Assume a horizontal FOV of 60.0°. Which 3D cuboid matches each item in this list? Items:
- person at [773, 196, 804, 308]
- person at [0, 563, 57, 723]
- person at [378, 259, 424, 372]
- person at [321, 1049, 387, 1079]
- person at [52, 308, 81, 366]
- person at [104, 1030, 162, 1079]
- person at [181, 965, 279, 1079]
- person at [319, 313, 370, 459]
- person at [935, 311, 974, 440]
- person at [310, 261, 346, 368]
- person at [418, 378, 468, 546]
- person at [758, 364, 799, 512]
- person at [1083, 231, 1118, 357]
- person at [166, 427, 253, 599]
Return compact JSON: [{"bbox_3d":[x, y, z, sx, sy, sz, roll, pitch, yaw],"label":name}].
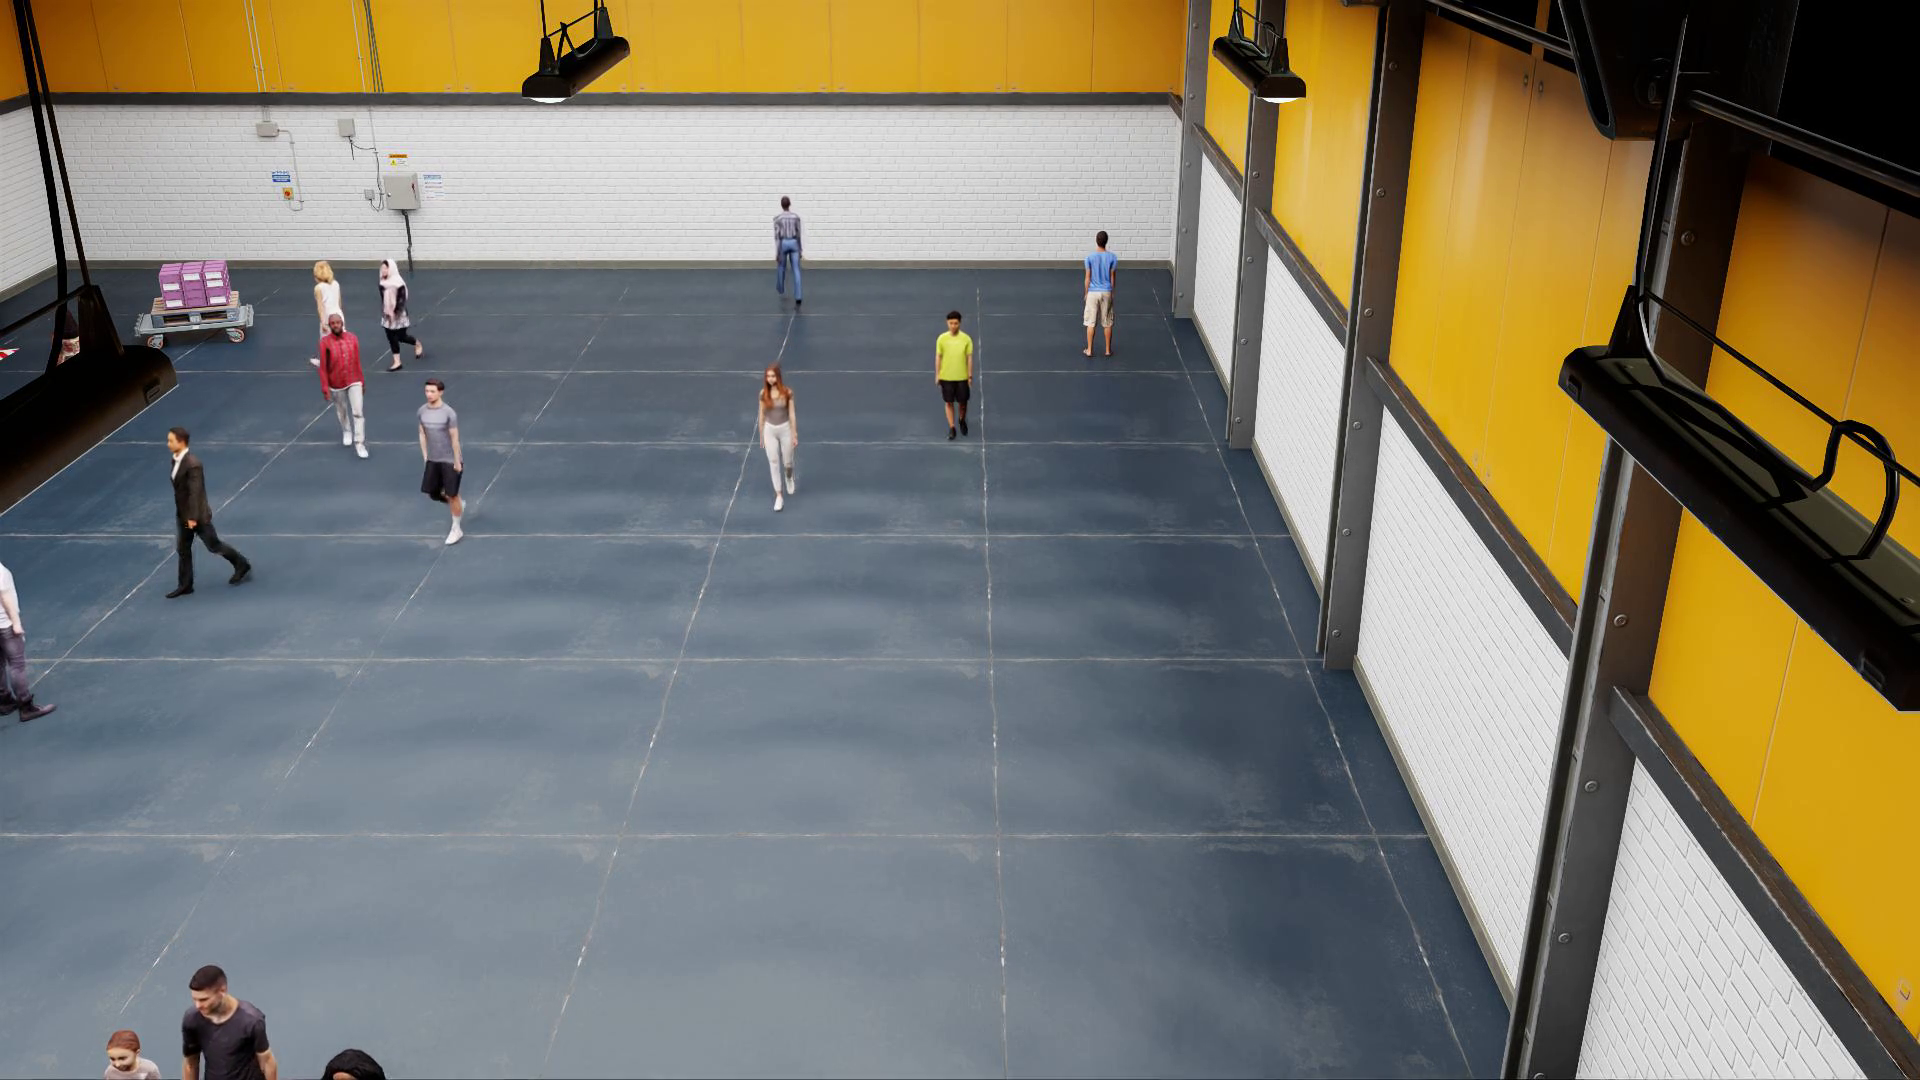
[{"bbox_3d":[-2.768,-4.645,27.088,0.940,1.717,1.315,-8,25,-17],"label":"person"},{"bbox_3d":[-8.490,0.718,14.679,0.750,1.831,0.764,14,27,28],"label":"person"},{"bbox_3d":[-8.119,-3.275,24.073,0.862,1.622,0.993,12,26,26],"label":"person"},{"bbox_3d":[-3.040,3.365,8.616,0.633,1.837,0.510,0,24,-1],"label":"person"},{"bbox_3d":[-11.539,-2.245,21.716,0.725,1.623,0.725,-14,27,-30],"label":"person"},{"bbox_3d":[-4.702,3.308,9.548,0.499,1.194,0.495,-3,24,-7],"label":"person"},{"bbox_3d":[-4.028,3.071,9.399,0.675,1.747,0.651,3,24,7],"label":"person"},{"bbox_3d":[-7.764,-1.989,20.935,1.021,1.779,1.297,-10,26,-22],"label":"person"},{"bbox_3d":[-0.075,-2.147,21.401,0.653,1.696,0.679,2,24,4],"label":"person"},{"bbox_3d":[-8.907,-3.127,23.727,1.040,1.629,1.081,14,27,29],"label":"person"},{"bbox_3d":[-5.644,-0.917,18.385,0.786,1.858,0.918,6,24,14],"label":"person"},{"bbox_3d":[-2.086,-1.227,19.276,0.616,1.712,0.820,1,24,2],"label":"person"},{"bbox_3d":[2.079,-3.650,24.630,0.648,1.864,0.568,-1,24,-3],"label":"person"},{"bbox_3d":[-7.783,-0.307,17.089,1.093,1.778,1.223,17,29,34],"label":"person"}]
